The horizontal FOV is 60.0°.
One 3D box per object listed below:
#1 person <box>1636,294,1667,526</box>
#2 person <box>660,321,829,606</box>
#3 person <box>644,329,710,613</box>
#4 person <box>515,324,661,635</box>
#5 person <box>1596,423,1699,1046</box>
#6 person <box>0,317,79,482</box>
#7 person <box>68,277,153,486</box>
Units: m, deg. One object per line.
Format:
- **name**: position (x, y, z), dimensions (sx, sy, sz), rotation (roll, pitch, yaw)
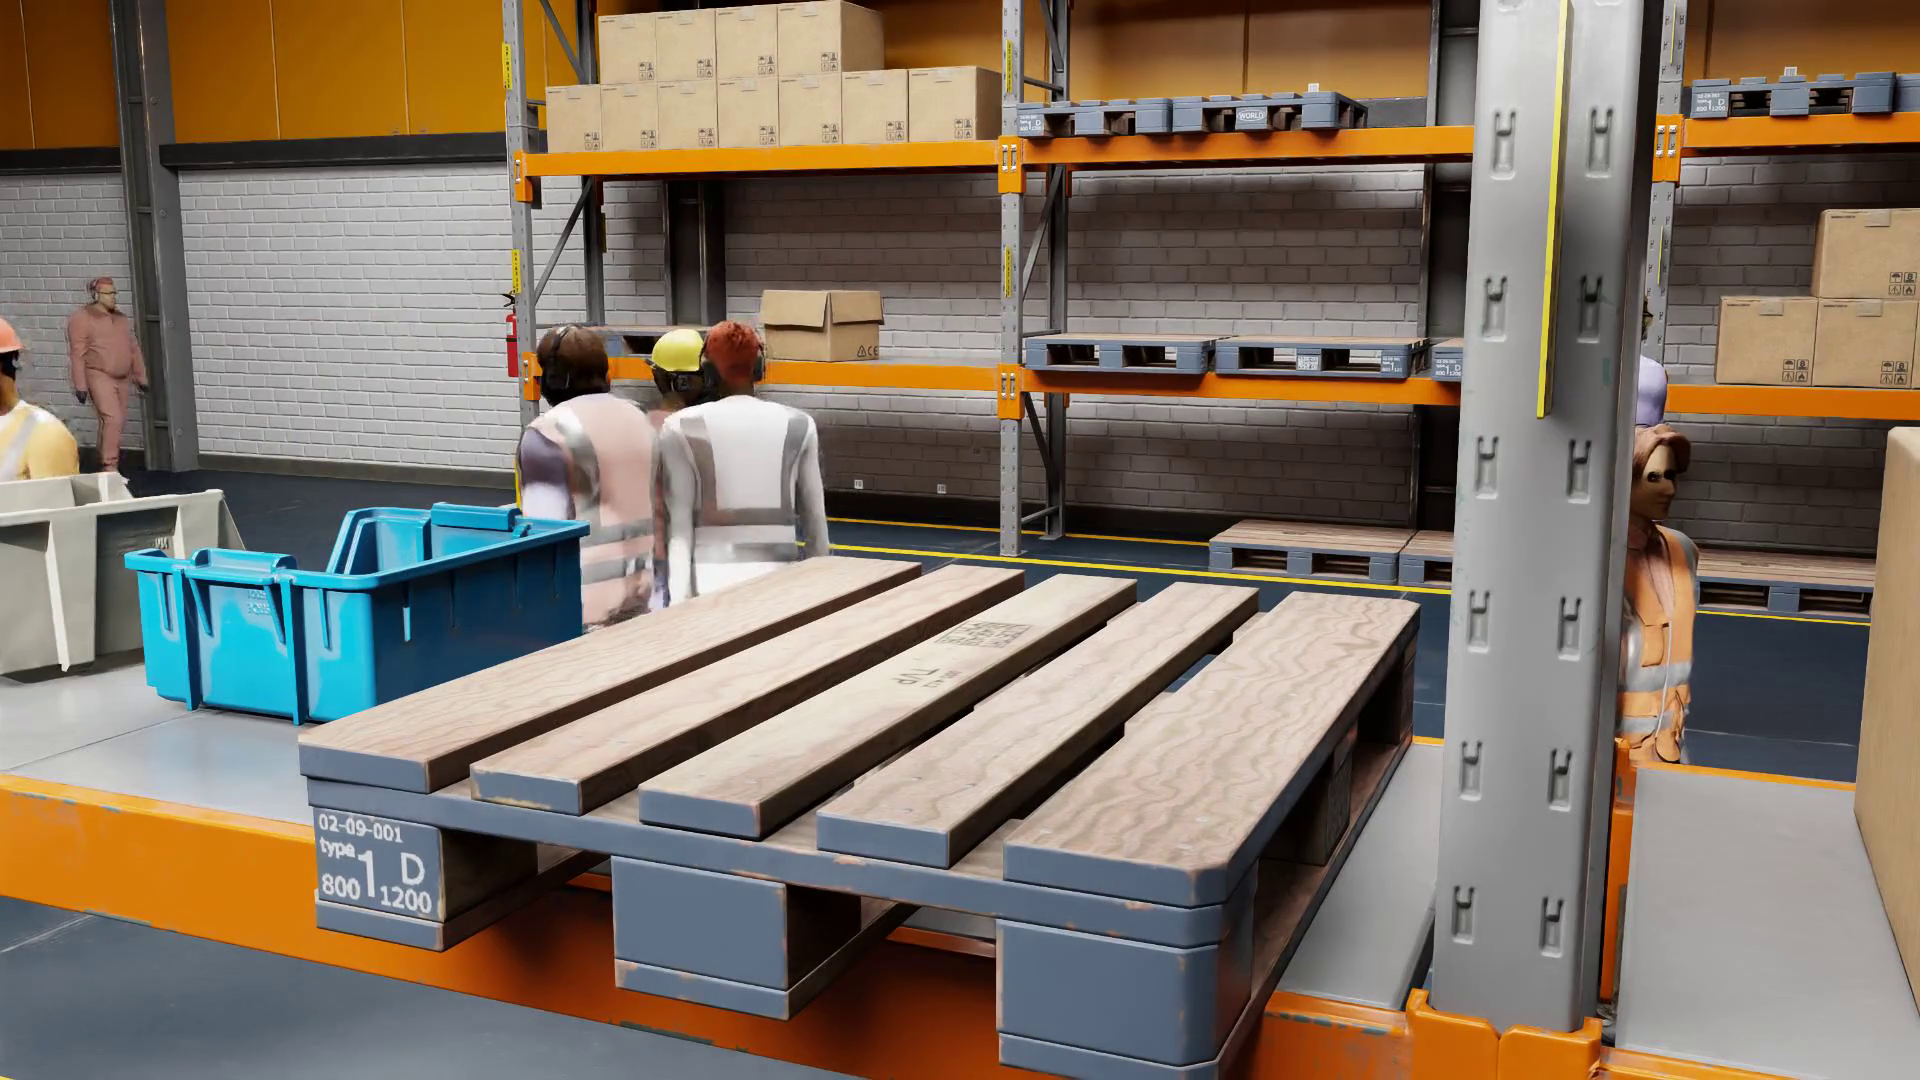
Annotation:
- **person**: position (2.824, -0.147, 7.263), dimensions (0.373, 1.940, 0.629), rotation (-4, 10, -25)
- **person**: position (-0.739, 0.157, 5.833), dimensions (0.600, 1.826, 0.837), rotation (-3, 10, -19)
- **person**: position (-1.088, 0.064, 6.509), dimensions (0.330, 1.768, 0.526), rotation (-5, 11, -29)
- **person**: position (-1.345, 0.187, 5.635), dimensions (0.821, 1.809, 0.648), rotation (5, 11, 28)
- **person**: position (1.615, 0.527, 4.114), dimensions (0.512, 1.641, 0.307), rotation (-6, 11, -32)
- **person**: position (-3.154, 0.153, 5.669), dimensions (0.539, 1.889, 0.956), rotation (8, 12, 39)
- **person**: position (-7.686, -1.432, 15.136), dimensions (0.647, 1.885, 0.655), rotation (3, 10, 15)
